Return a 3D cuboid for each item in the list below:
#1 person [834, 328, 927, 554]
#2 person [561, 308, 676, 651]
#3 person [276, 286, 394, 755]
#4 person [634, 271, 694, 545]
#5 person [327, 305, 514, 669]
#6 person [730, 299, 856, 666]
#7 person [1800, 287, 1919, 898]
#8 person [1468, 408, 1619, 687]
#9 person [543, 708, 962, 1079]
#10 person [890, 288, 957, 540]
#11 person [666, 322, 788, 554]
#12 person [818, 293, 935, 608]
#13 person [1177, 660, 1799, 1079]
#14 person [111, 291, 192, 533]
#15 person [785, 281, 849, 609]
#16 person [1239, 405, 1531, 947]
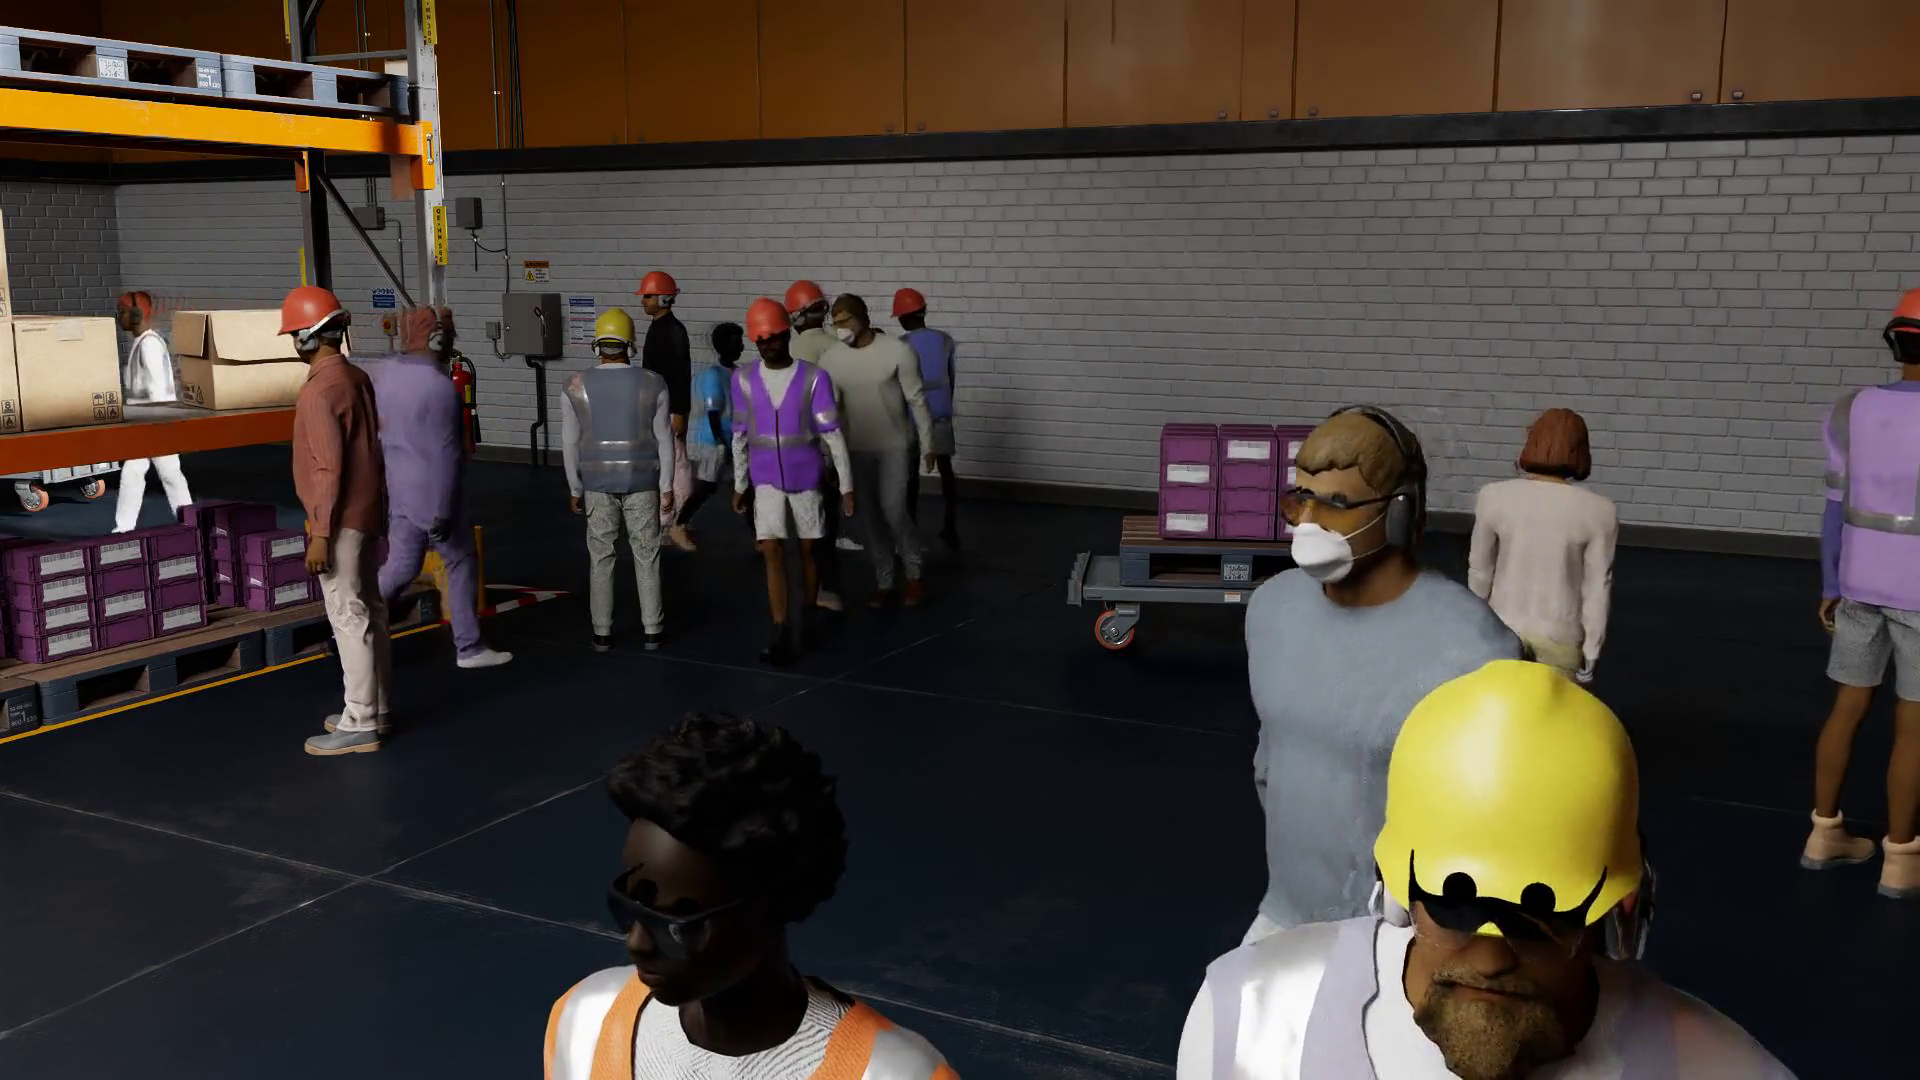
[{"bbox_3d":[-0.609,-0.685,11.780,0.682,1.620,0.526,-3,10,-15],"label":"person"},{"bbox_3d":[-1.810,-0.313,8.887,0.586,1.833,0.404,-1,10,-7],"label":"person"},{"bbox_3d":[-2.660,-0.078,7.088,0.402,1.985,0.613,0,10,-3],"label":"person"},{"bbox_3d":[-2.161,-0.961,12.168,0.389,1.996,0.612,-5,11,-29],"label":"person"},{"bbox_3d":[-2.722,-0.224,8.271,0.679,1.874,0.881,8,13,40],"label":"person"},{"bbox_3d":[-0.875,-0.299,8.645,0.686,1.875,0.961,1,10,4],"label":"person"},{"bbox_3d":[3.156,0.166,5.530,0.390,2.037,0.612,-4,11,-24],"label":"person"},{"bbox_3d":[2.037,0.327,5.899,0.513,1.587,0.866,5,11,27],"label":"person"},{"bbox_3d":[-0.218,0.997,1.699,0.541,1.695,0.315,5,11,26],"label":"person"},{"bbox_3d":[-0.267,-0.944,12.474,0.573,1.865,1.018,-4,11,-21],"label":"person"},{"bbox_3d":[-1.685,-0.710,11.703,0.861,1.654,0.533,4,10,21],"label":"person"},{"bbox_3d":[-0.511,-0.508,9.859,0.663,1.890,0.542,4,11,22],"label":"person"},{"bbox_3d":[0.494,0.960,1.640,0.572,1.793,0.850,5,11,25],"label":"person"},{"bbox_3d":[-5.786,-0.793,11.599,0.866,1.853,0.614,-5,11,-25],"label":"person"},{"bbox_3d":[-0.931,-0.592,10.169,0.632,1.945,0.963,-5,11,-28],"label":"person"},{"bbox_3d":[0.731,0.704,2.870,1.025,1.891,0.642,-7,12,-35],"label":"person"}]
